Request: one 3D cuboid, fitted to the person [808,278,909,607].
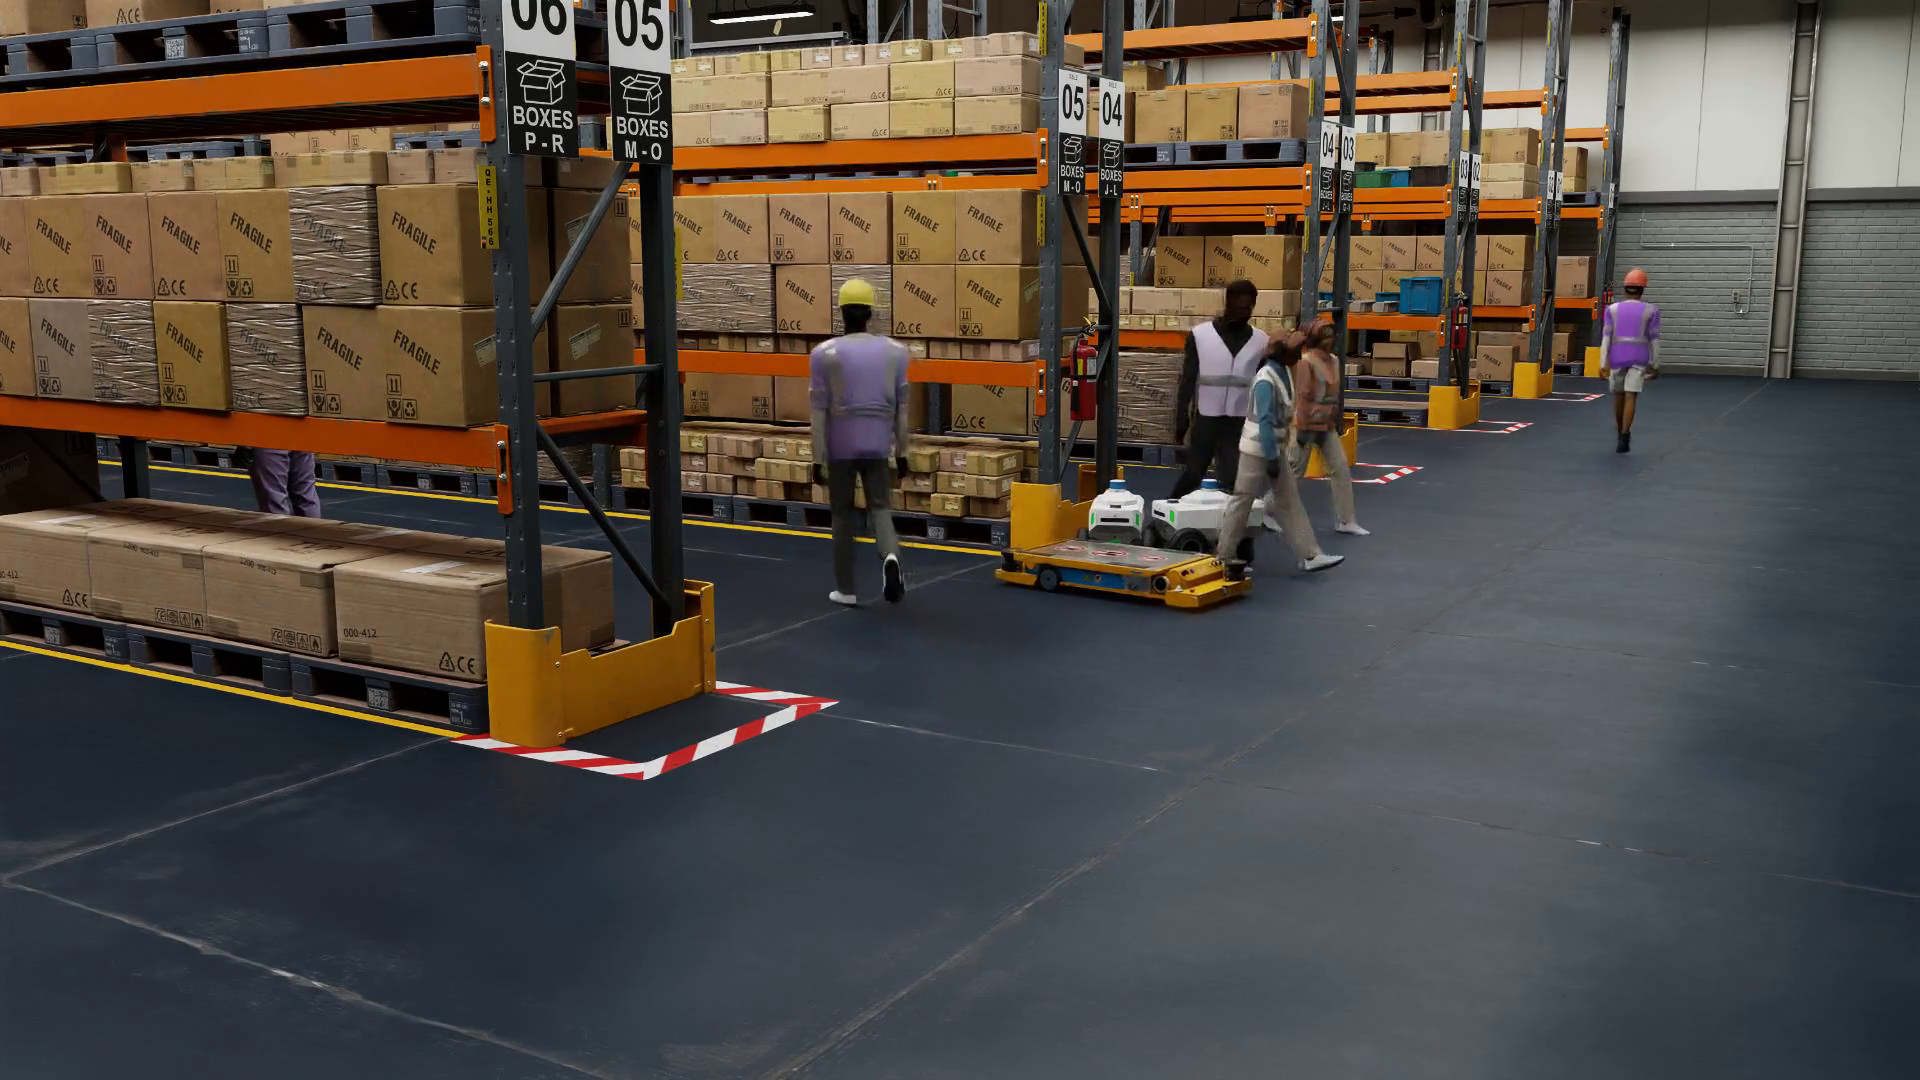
[{"bbox_3d":[-0.562,-0.530,9.481,0.590,1.902,0.604,-4,10,-20],"label":"person"}]

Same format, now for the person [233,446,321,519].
[{"bbox_3d":[-4.184,-0.638,10.127,0.400,1.905,0.643,4,10,22],"label":"person"}]

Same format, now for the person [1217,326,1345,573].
[{"bbox_3d":[2.009,-0.546,10.489,0.861,1.581,0.566,6,11,30],"label":"person"}]

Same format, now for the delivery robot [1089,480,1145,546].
[{"bbox_3d":[1.037,-0.155,10.962,0.477,0.478,0.707,1,10,8],"label":"delivery robot"}]

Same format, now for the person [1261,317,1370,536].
[{"bbox_3d":[2.590,-0.831,12.164,0.767,1.596,0.546,8,13,40],"label":"person"}]

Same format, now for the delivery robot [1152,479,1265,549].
[{"bbox_3d":[1.643,-0.160,10.989,0.707,0.478,0.477,-3,10,-17],"label":"delivery robot"}]

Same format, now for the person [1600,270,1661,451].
[{"bbox_3d":[7.056,-1.885,17.507,0.565,1.882,1.004,6,11,30],"label":"person"}]

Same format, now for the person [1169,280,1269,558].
[{"bbox_3d":[1.751,-0.828,11.316,0.635,1.876,0.679,-2,10,-13],"label":"person"}]

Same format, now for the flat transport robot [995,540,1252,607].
[{"bbox_3d":[0.980,0.181,10.099,1.431,0.197,0.652,7,12,37],"label":"flat transport robot"}]
